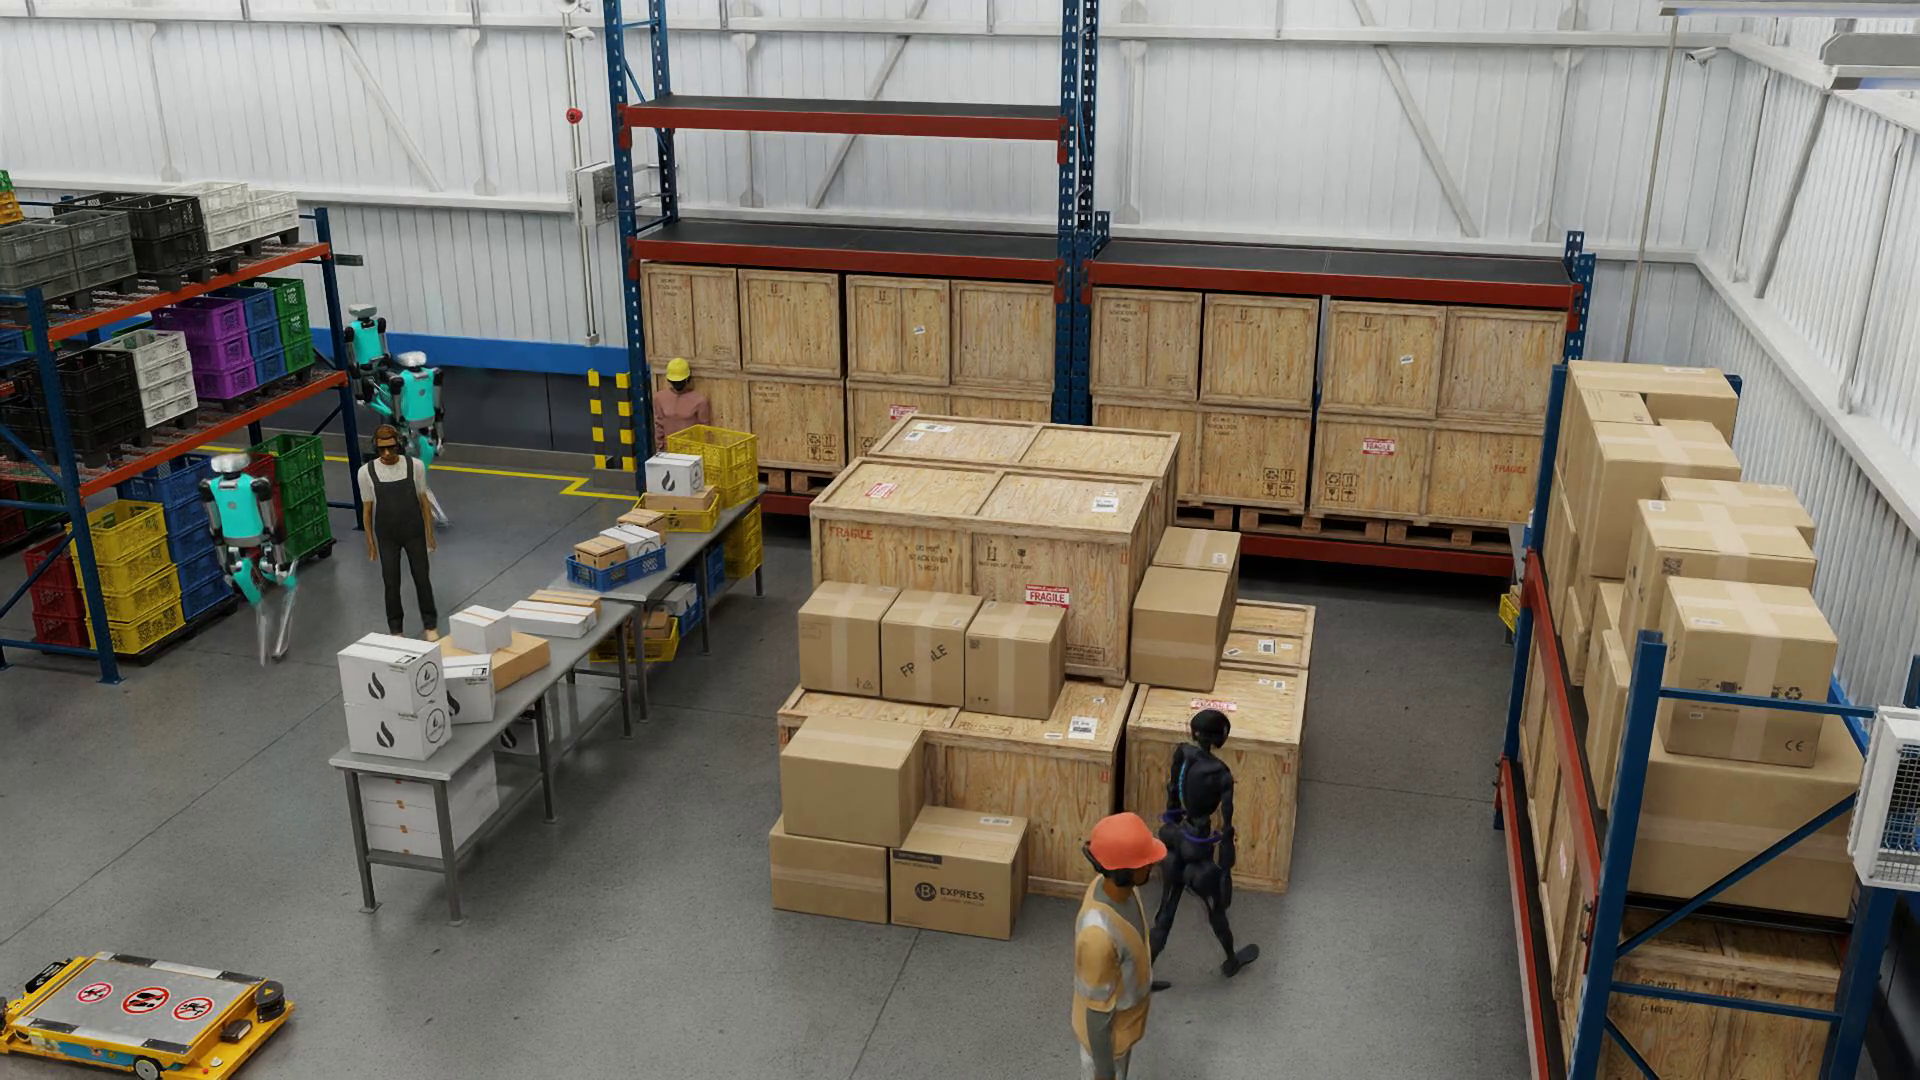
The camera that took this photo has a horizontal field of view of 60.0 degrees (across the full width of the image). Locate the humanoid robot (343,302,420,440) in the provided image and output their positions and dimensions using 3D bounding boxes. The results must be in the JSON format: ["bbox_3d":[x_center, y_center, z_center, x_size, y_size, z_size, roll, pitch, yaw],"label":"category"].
[{"bbox_3d":[-5.791,-1.547,16.847,0.735,1.677,0.533,11,24,27],"label":"humanoid robot"}]

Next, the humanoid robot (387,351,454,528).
[{"bbox_3d":[-5.149,-0.940,15.527,1.054,1.758,0.534,18,28,39],"label":"humanoid robot"}]

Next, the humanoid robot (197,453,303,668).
[{"bbox_3d":[-5.315,0.158,12.680,0.543,1.853,0.748,0,21,0],"label":"humanoid robot"}]

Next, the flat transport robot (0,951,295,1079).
[{"bbox_3d":[-4.270,2.464,8.601,1.431,0.231,0.659,5,22,13],"label":"flat transport robot"}]

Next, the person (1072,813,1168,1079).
[{"bbox_3d":[0.669,2.079,7.123,0.366,2.045,0.613,5,21,13],"label":"person"}]

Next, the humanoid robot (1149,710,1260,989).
[{"bbox_3d":[1.262,1.639,8.852,0.783,1.630,0.586,-11,24,-27],"label":"humanoid robot"}]

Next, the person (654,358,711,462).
[{"bbox_3d":[-2.503,-0.799,15.051,0.522,1.761,0.336,4,21,9],"label":"person"}]

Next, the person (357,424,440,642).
[{"bbox_3d":[-4.354,-0.029,12.933,0.505,1.838,0.336,-9,23,-22],"label":"person"}]
